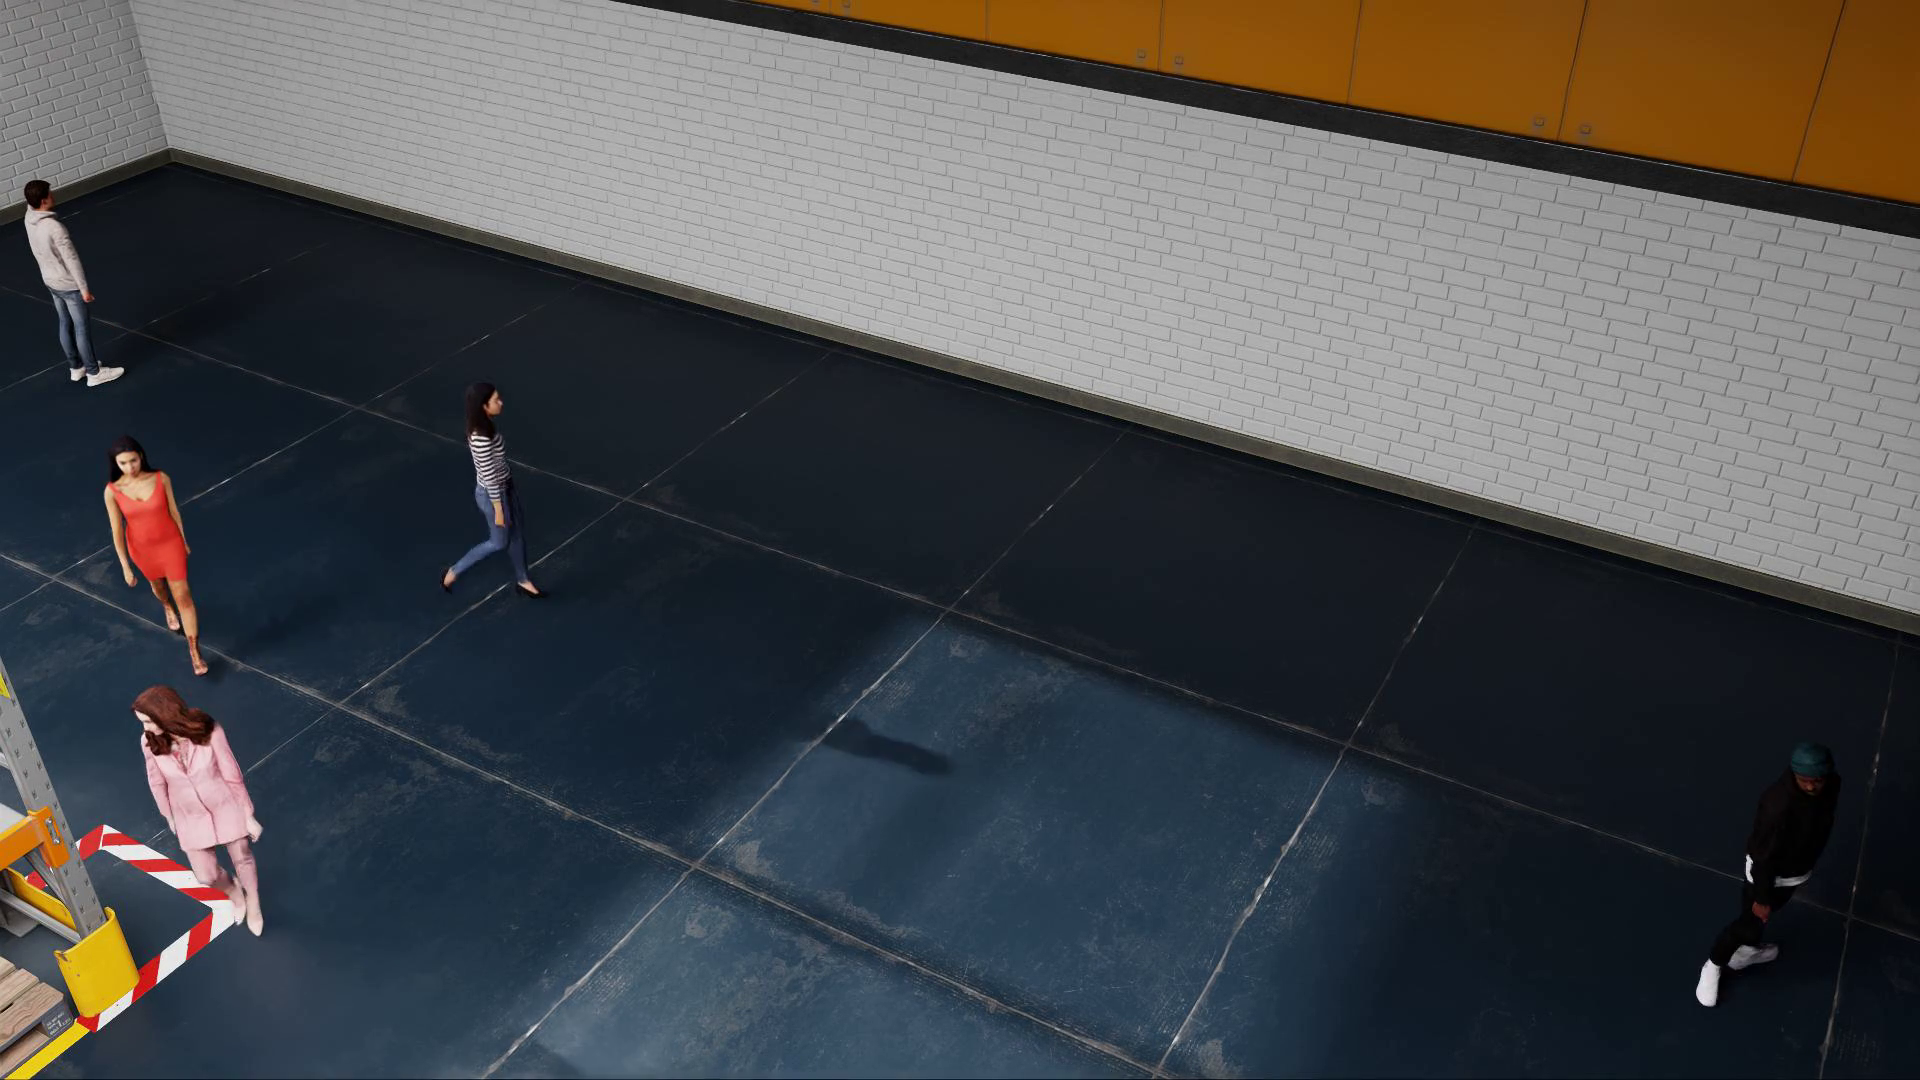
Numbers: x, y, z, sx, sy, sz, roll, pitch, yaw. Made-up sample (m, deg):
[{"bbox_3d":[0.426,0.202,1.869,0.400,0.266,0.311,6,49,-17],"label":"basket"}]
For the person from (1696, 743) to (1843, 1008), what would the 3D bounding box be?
[{"bbox_3d":[4.292,1.660,8.704,0.958,1.784,0.730,28,42,35],"label":"person"}]

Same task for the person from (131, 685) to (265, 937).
[{"bbox_3d":[-4.082,1.419,9.067,0.773,1.782,0.845,-13,36,-19],"label":"person"}]

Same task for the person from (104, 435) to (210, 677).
[{"bbox_3d":[-5.449,0.035,11.244,1.152,1.677,1.021,-18,38,-25],"label":"person"}]

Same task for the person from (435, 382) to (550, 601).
[{"bbox_3d":[-3.331,-0.274,11.616,1.027,1.781,0.989,-7,34,-10],"label":"person"}]

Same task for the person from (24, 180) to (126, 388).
[{"bbox_3d":[-7.837,-2.252,14.527,0.671,1.852,0.575,19,38,26],"label":"person"}]
